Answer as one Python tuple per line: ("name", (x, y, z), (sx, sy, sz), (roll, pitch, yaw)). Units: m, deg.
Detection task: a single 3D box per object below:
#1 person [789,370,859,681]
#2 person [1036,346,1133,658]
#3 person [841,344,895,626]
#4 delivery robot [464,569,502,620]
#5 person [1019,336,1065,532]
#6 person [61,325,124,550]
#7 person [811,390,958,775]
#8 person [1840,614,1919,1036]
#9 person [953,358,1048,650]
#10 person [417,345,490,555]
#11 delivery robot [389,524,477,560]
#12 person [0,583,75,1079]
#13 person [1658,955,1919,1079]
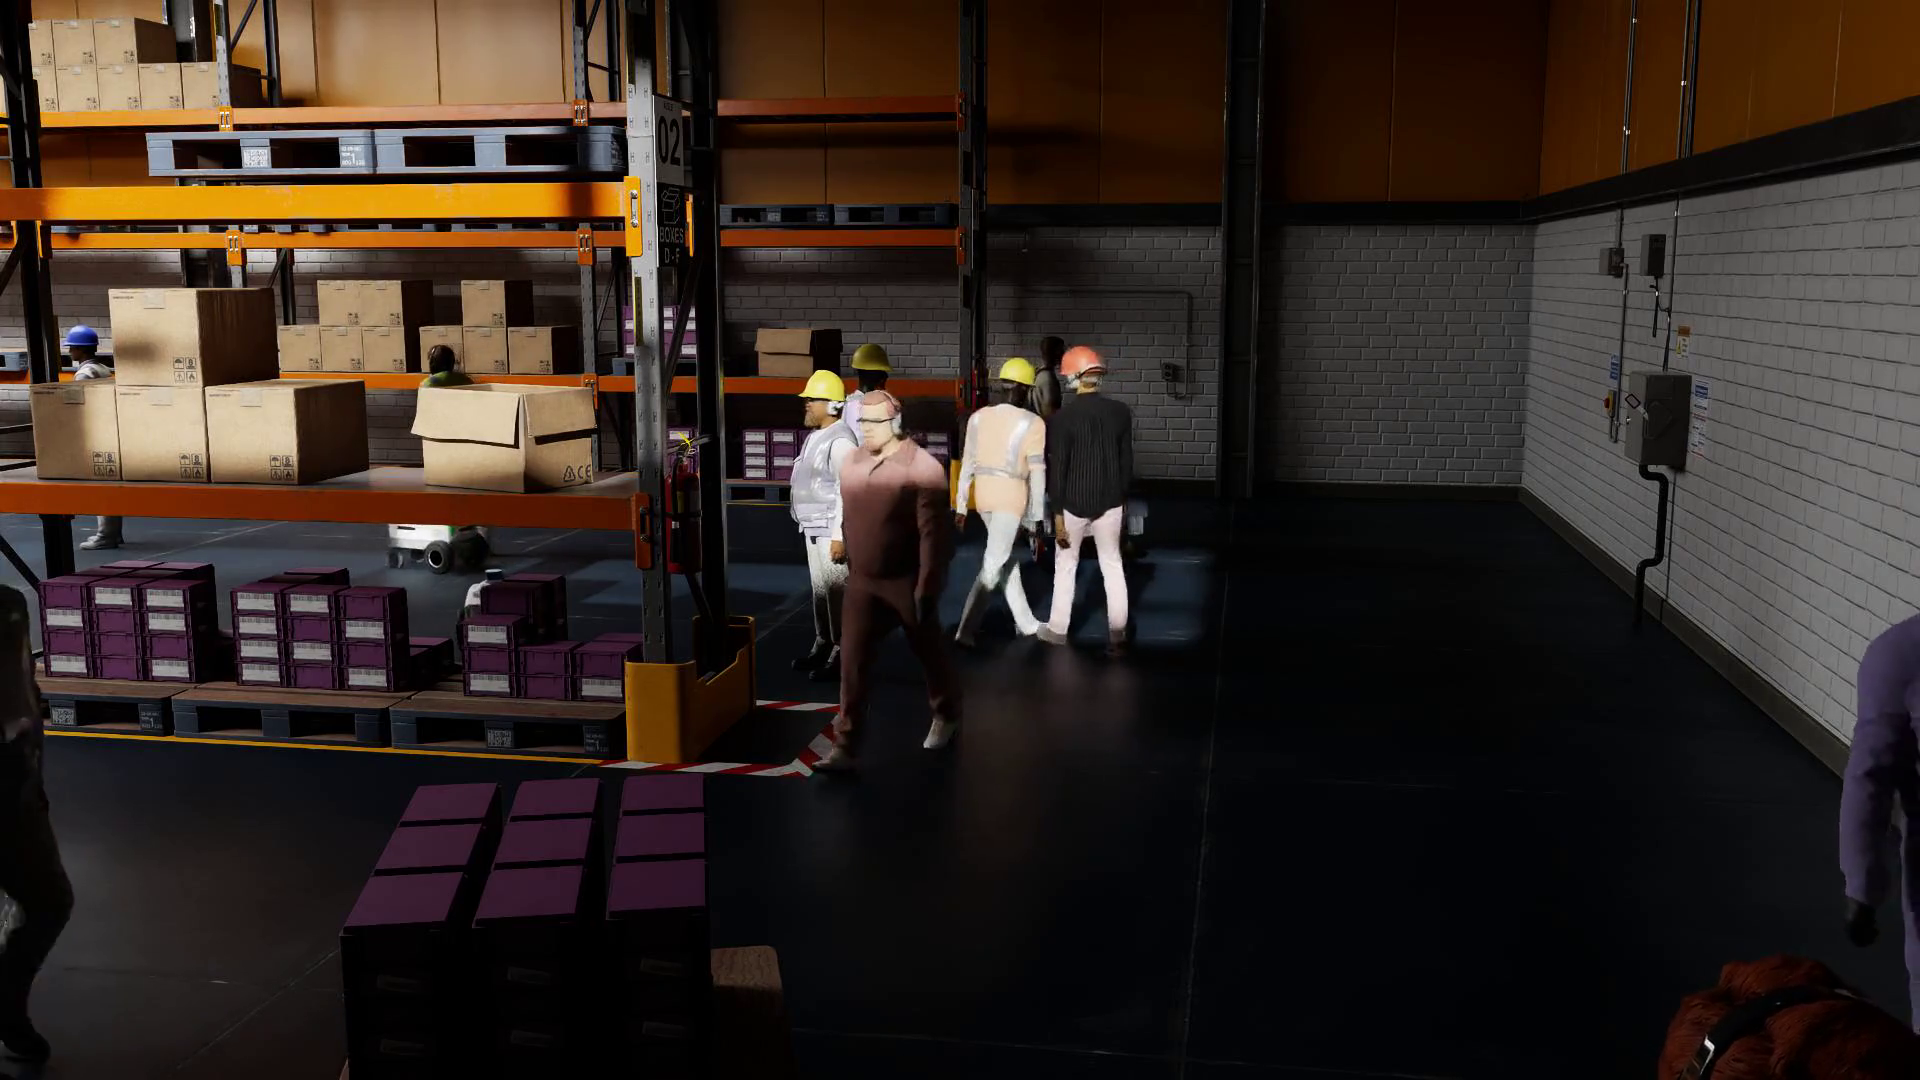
("person", (-0.805, -0.090, 9.870), (0.404, 1.836, 0.599), (-4, 10, -23))
("person", (0.832, -0.237, 10.492), (0.671, 1.960, 0.875), (-4, 10, -23))
("person", (-0.626, -0.373, 11.353), (0.383, 1.924, 0.594), (0, 9, -2))
("delivery robot", (-2.893, 0.426, 10.350), (0.477, 0.478, 0.707), (-2, 9, -14))
("person", (0.939, -0.965, 15.358), (0.855, 1.811, 0.516), (0, 9, 1))
("person", (-7.525, -0.885, 14.461), (0.400, 1.949, 0.605), (-2, 9, -12))
("person", (-0.334, 0.189, 8.148), (0.657, 1.851, 1.057), (5, 10, 29))
("person", (2.513, 0.844, 4.036), (0.688, 1.848, 0.928), (5, 10, 28))
("person", (0.247, -0.227, 10.692), (0.599, 1.869, 0.971), (8, 12, 42))
("person", (-4.376, -0.761, 14.193), (0.969, 1.786, 0.637), (6, 11, 35))
("delivery robot", (-4.279, -0.082, 13.498), (0.707, 0.478, 0.477), (4, 10, 23))
("person", (-2.881, 0.738, 4.799), (0.428, 1.816, 0.611), (4, 10, 24))
("person", (0.631, 1.255, 1.391), (0.587, 1.879, 0.342), (-2, 9, -14))
